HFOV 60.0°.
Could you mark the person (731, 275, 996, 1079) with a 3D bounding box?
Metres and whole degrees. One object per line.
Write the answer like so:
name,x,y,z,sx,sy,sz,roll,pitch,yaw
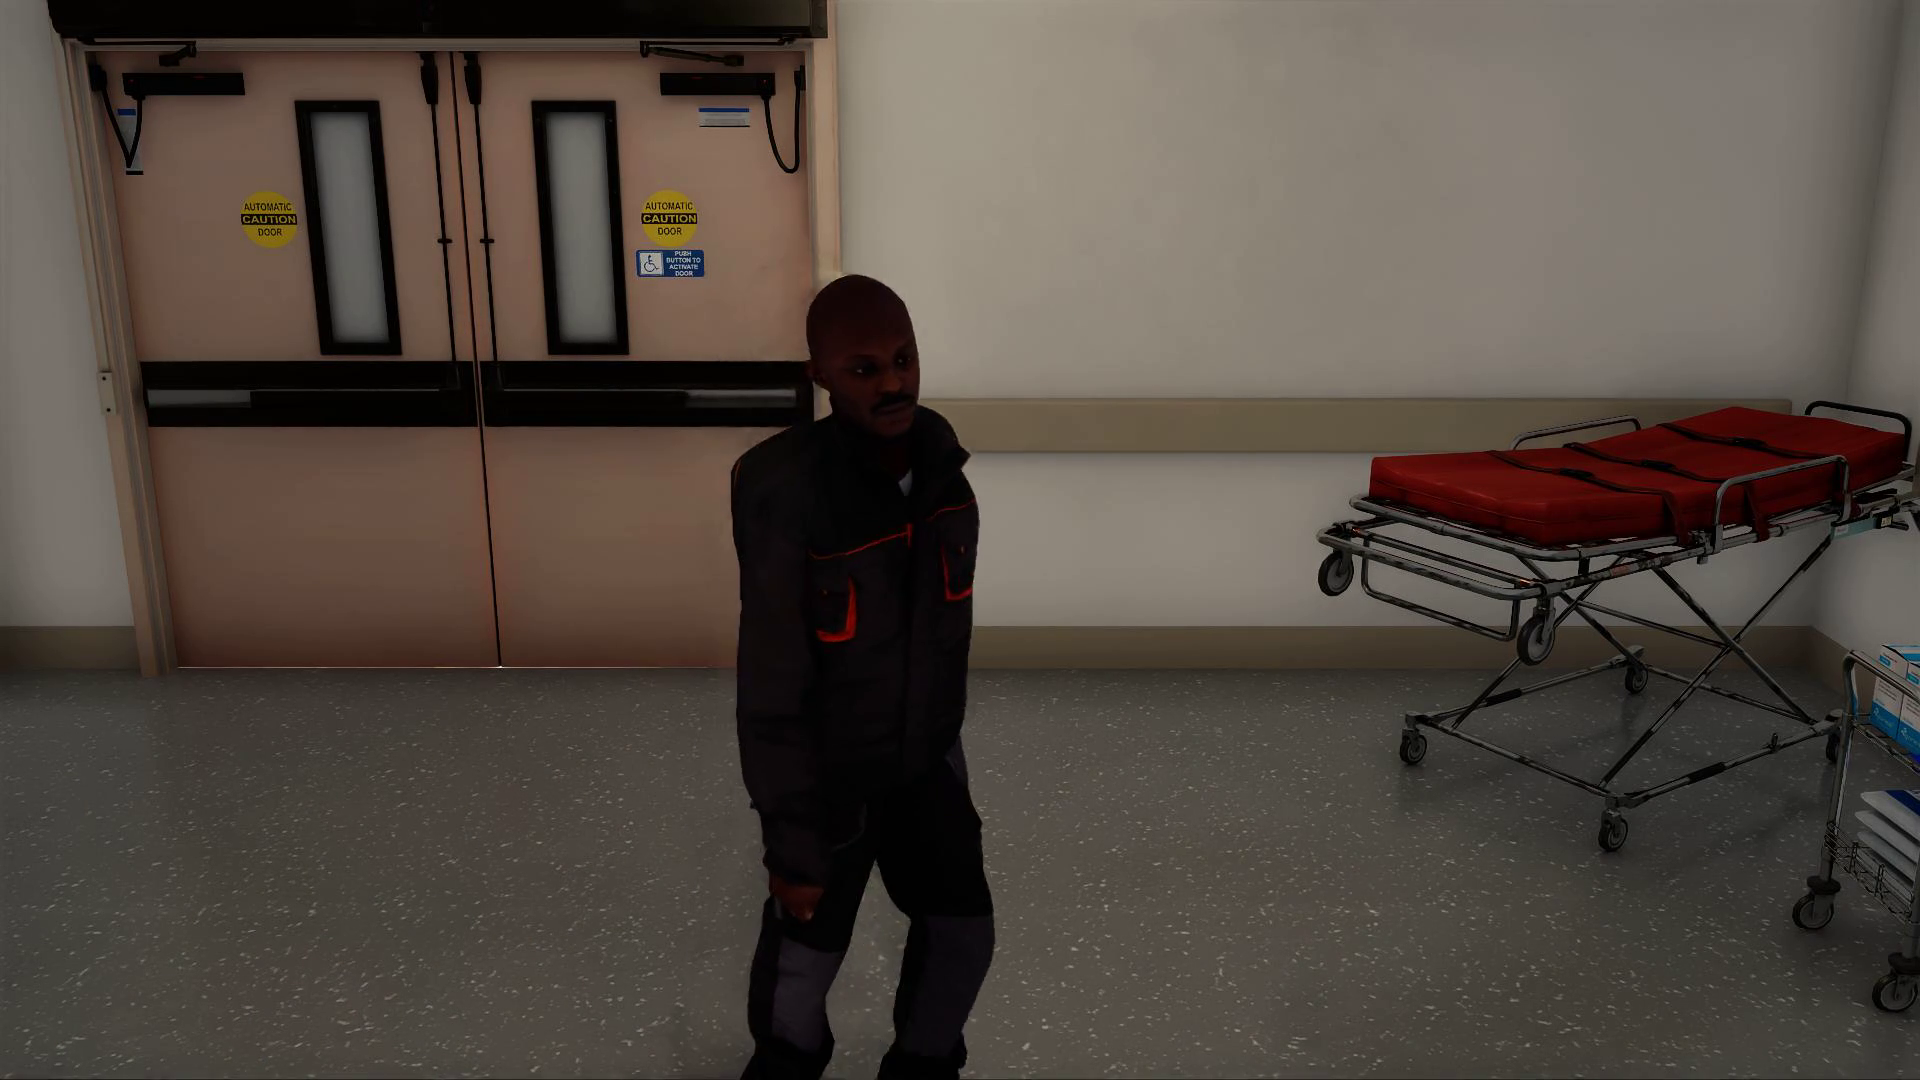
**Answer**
person,-0.241,0.382,3.086,1.006,1.777,0.946,14,21,41
